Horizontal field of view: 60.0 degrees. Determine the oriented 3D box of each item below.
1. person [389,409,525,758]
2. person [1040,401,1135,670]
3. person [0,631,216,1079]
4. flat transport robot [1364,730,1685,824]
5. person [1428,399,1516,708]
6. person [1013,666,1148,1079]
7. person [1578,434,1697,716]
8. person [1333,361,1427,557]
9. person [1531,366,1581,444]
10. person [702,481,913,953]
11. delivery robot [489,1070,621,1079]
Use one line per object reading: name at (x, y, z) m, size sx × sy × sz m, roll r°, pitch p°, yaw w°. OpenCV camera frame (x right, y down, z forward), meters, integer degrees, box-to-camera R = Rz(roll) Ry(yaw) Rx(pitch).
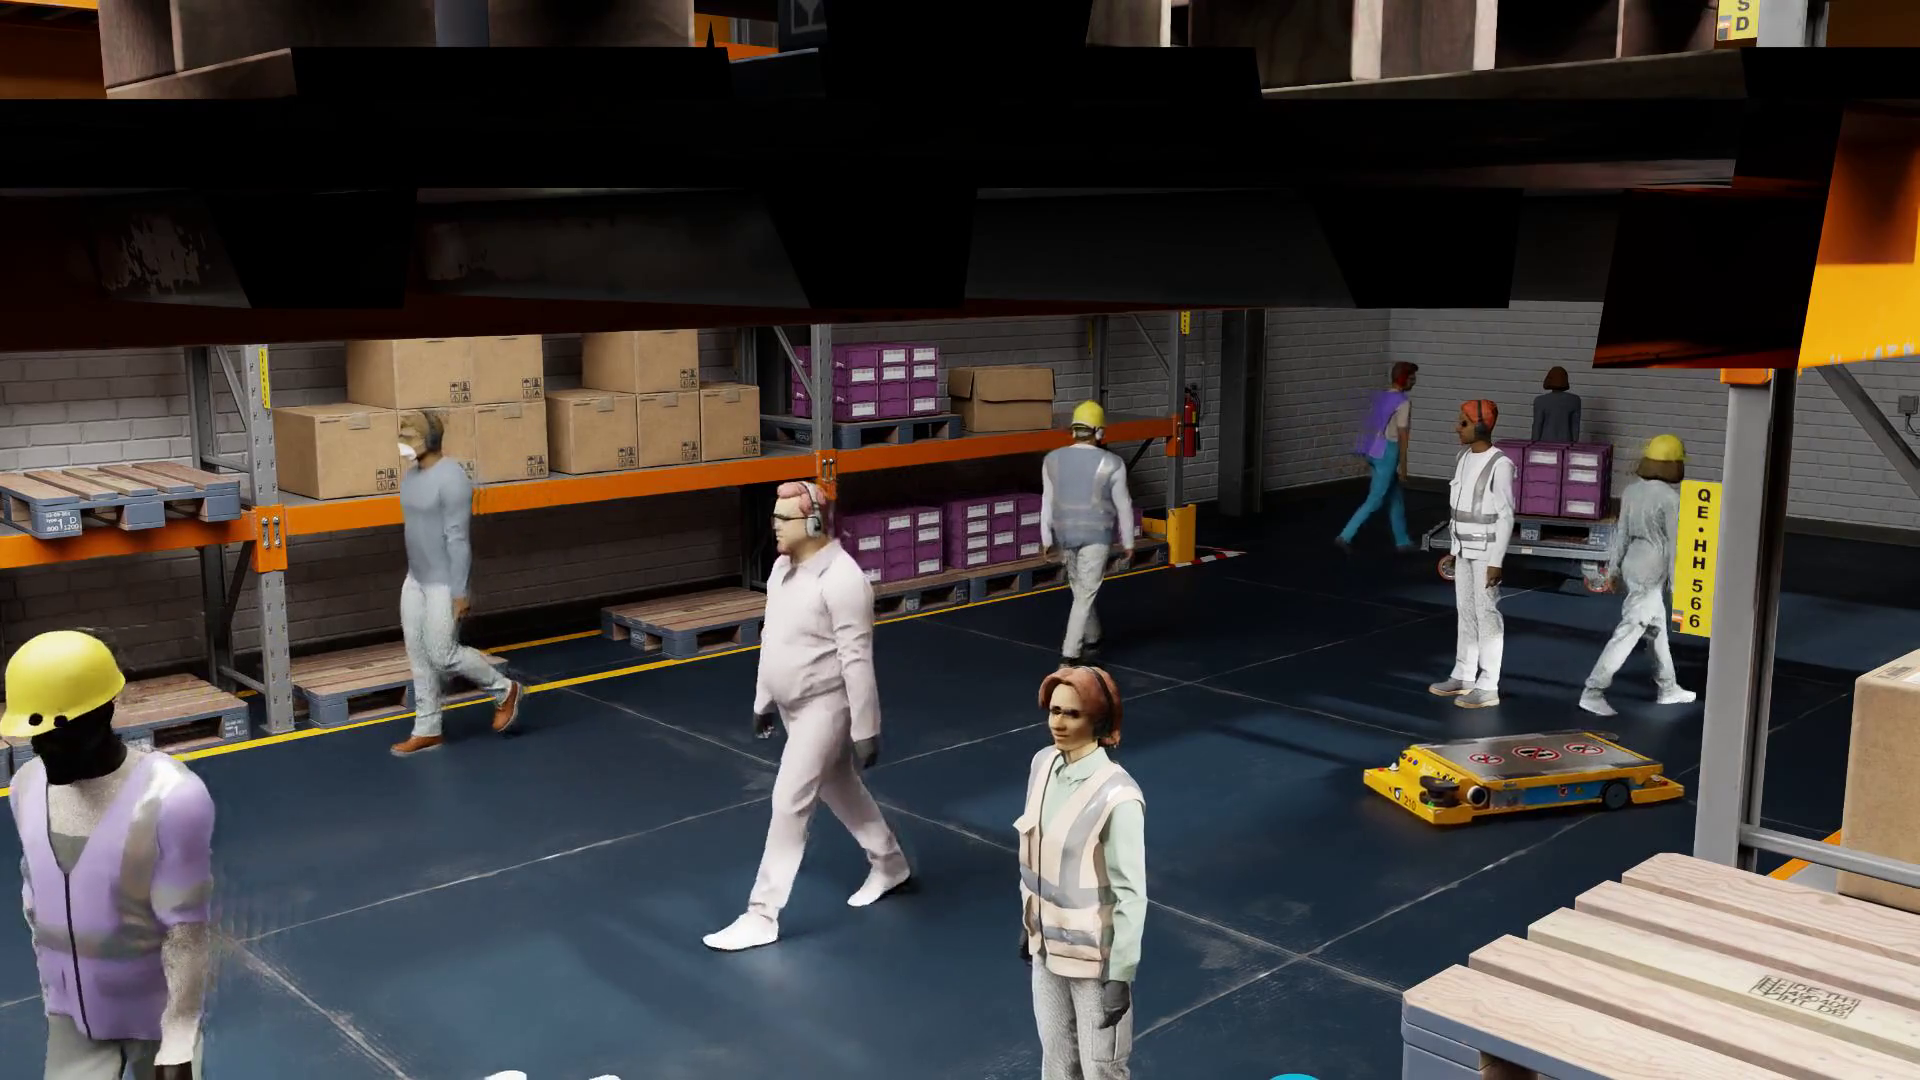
person at (-2.830, 0.227, 9.174) m, size 0.675 × 1.918 × 0.639 m, roll -9°, pitch 13°, yaw -44°
person at (0.854, -0.033, 11.096) m, size 0.613 × 1.783 × 0.946 m, roll 5°, pitch 11°, yaw 28°
person at (-2.020, 1.106, 4.123) m, size 0.593 × 1.889 × 0.822 m, roll 3°, pitch 10°, yaw 14°
flat transport robot at (2.845, 1.179, 8.409) m, size 1.431 × 0.197 × 0.652 m, roll -3°, pitch 10°, yaw -16°
person at (3.149, 0.081, 10.132) m, size 0.358 × 1.881 × 0.574 m, roll -2°, pitch 10°, yaw -11°
person at (0.326, 1.143, 4.602) m, size 0.305 × 1.645 × 0.522 m, roll -5°, pitch 11°, yaw -28°
person at (4.103, 0.213, 9.969) m, size 0.914 × 1.703 × 0.492 m, roll -2°, pitch 10°, yaw -14°
person at (3.840, -0.736, 15.197) m, size 0.944 × 1.795 × 0.619 m, roll -1°, pitch 10°, yaw -8°
person at (5.998, -0.934, 16.794) m, size 0.498 × 1.634 × 0.279 m, roll -1°, pitch 10°, yaw -5°
person at (-0.582, 0.675, 6.748) m, size 1.008 × 1.860 × 0.666 m, roll -5°, pitch 11°, yaw -29°
delivery robot at (-1.202, 1.667, 4.451) m, size 0.707 × 0.478 × 0.477 m, roll -6°, pitch 11°, yaw -33°
